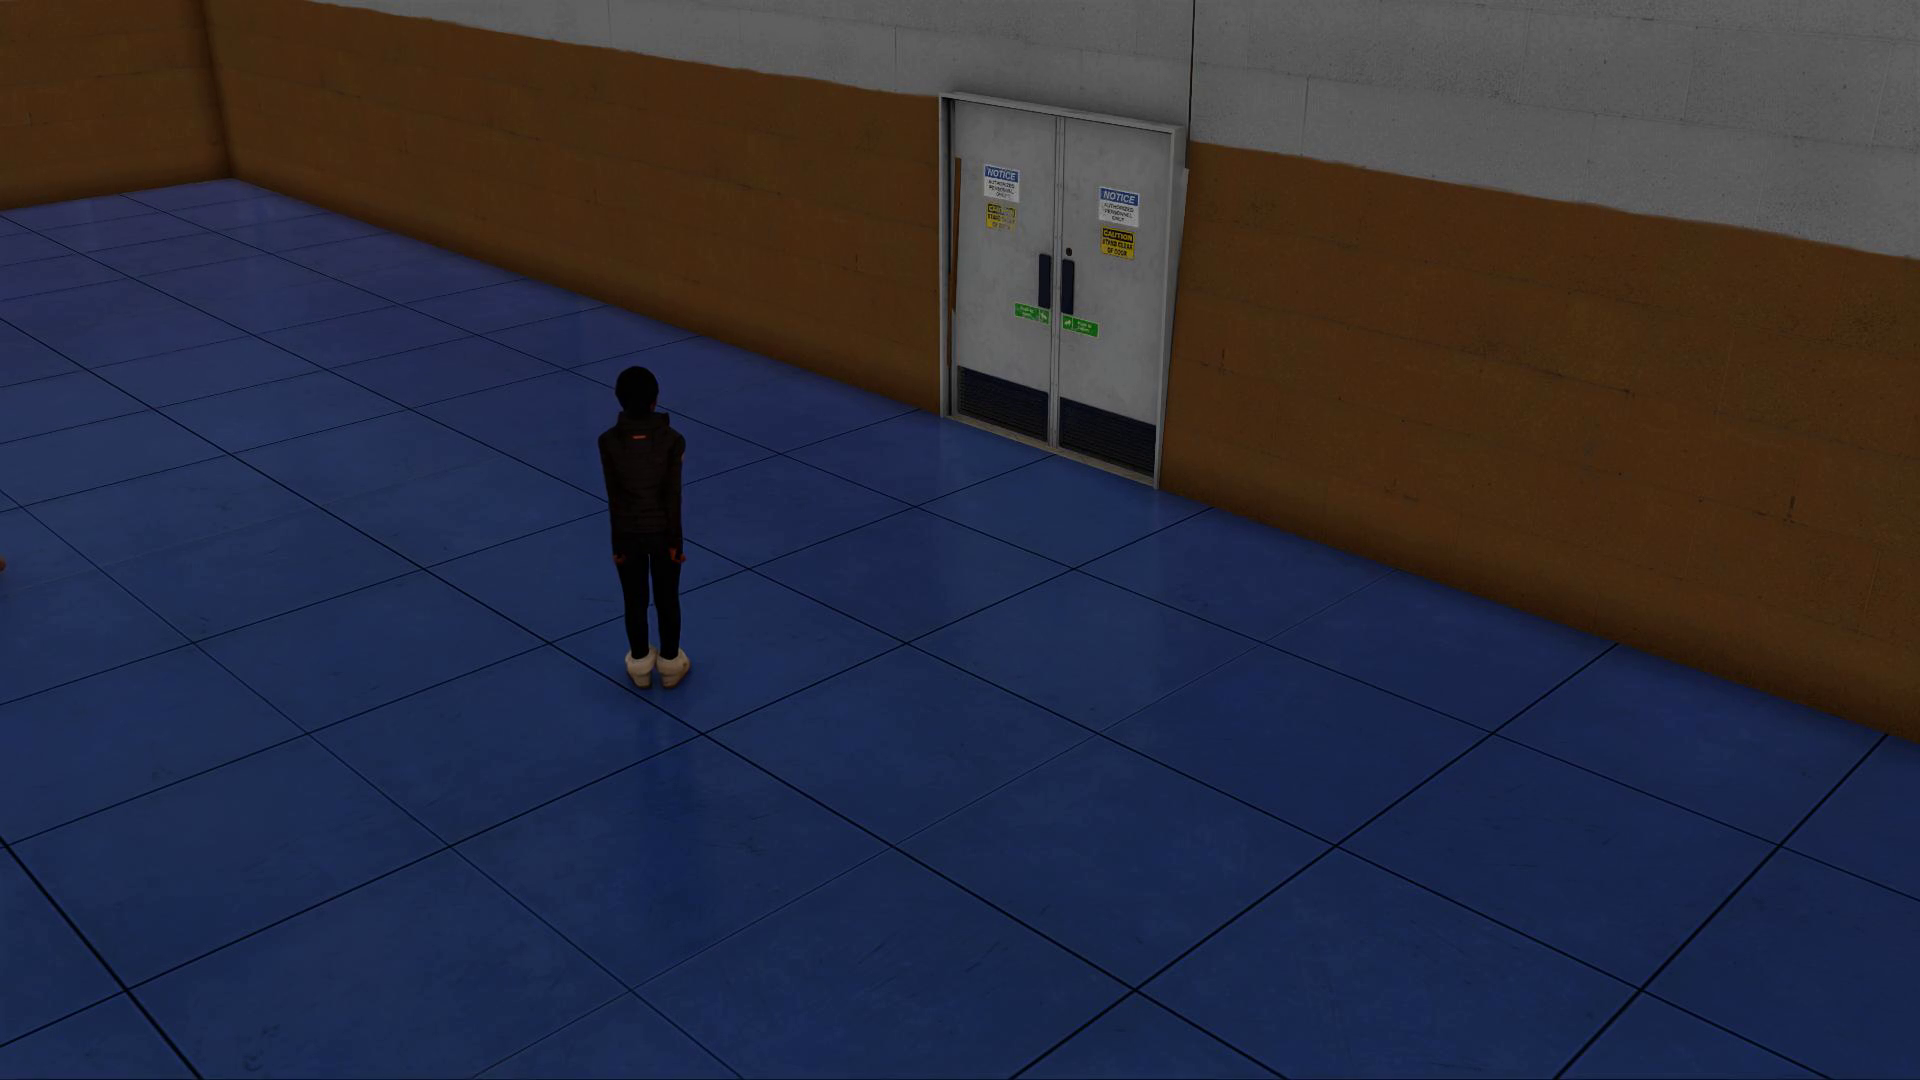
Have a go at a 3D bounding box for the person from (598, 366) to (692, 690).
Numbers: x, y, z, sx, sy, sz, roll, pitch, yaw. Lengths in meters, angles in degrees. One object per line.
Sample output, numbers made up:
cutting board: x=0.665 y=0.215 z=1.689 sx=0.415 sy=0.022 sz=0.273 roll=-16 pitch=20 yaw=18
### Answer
person: x=-1.507 y=-0.025 z=8.016 sx=0.760 sy=1.659 sz=0.698 roll=15 pitch=28 yaw=30
